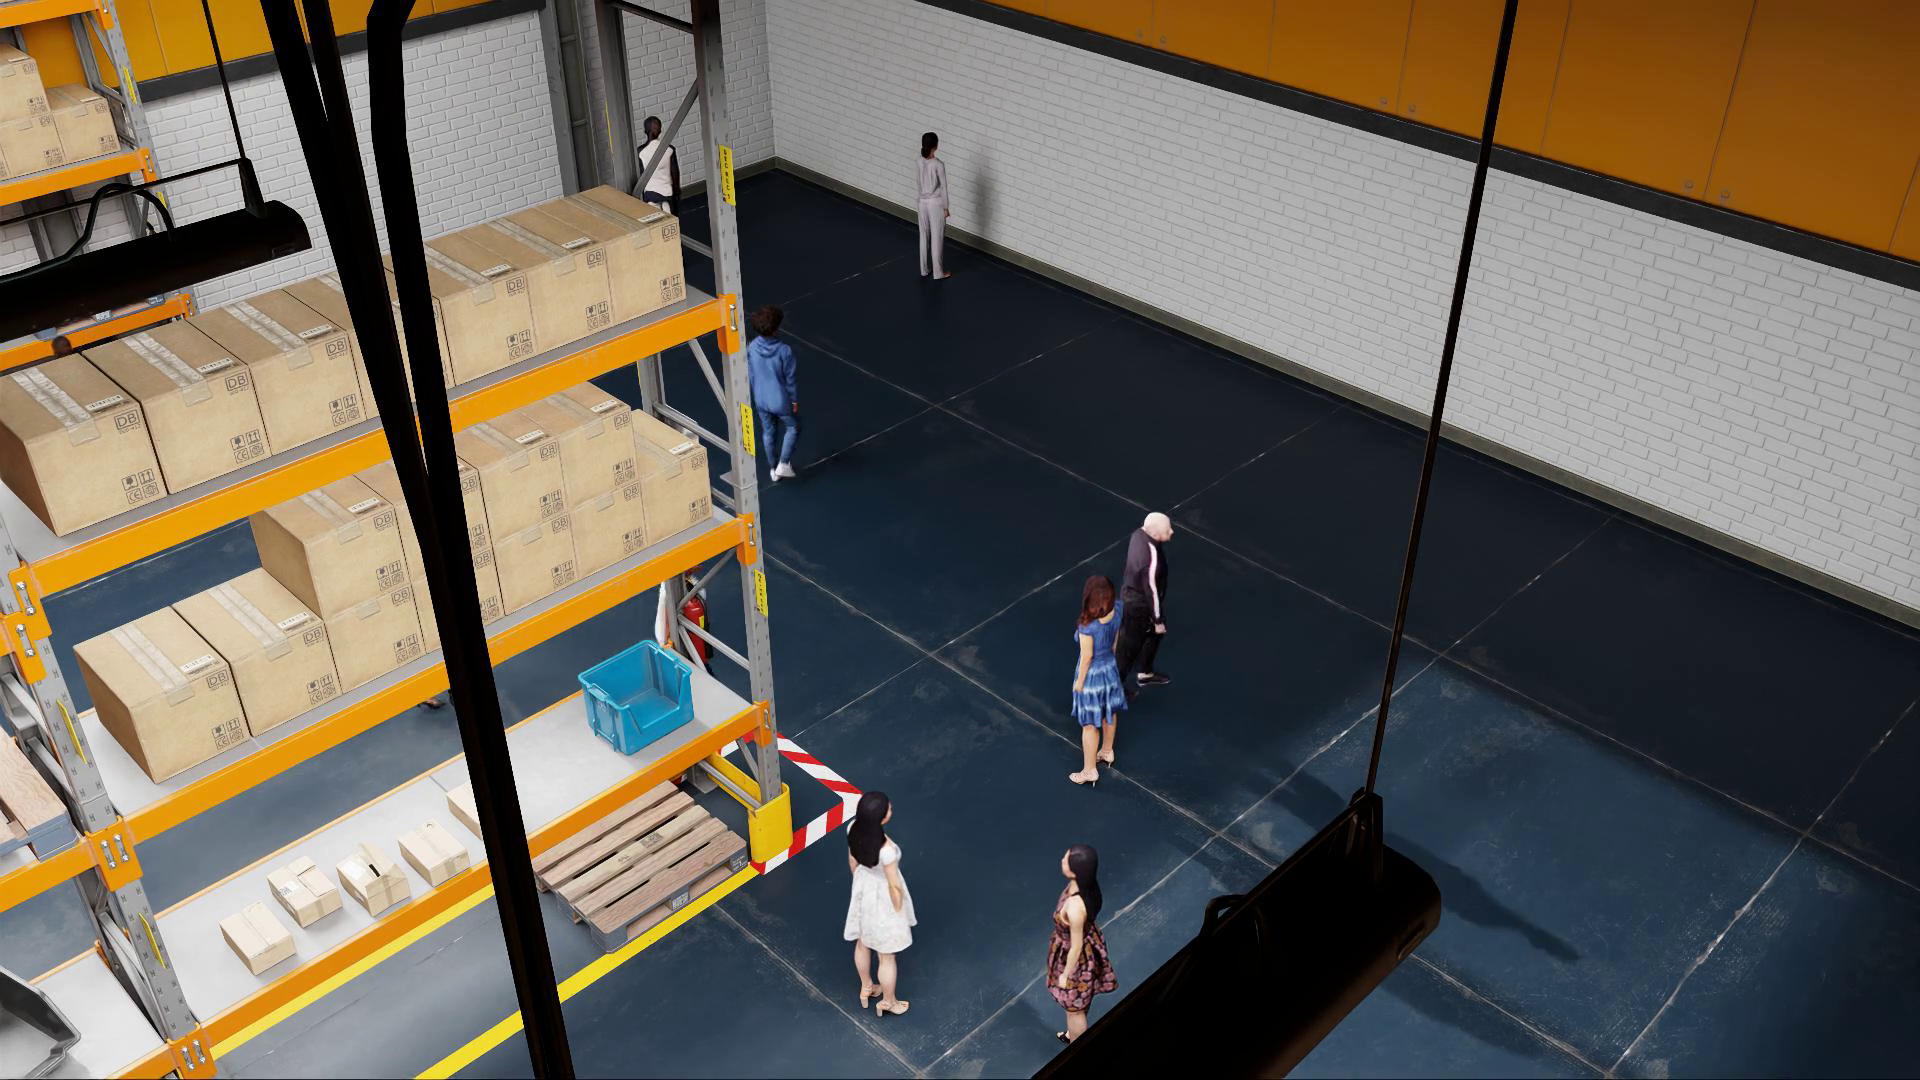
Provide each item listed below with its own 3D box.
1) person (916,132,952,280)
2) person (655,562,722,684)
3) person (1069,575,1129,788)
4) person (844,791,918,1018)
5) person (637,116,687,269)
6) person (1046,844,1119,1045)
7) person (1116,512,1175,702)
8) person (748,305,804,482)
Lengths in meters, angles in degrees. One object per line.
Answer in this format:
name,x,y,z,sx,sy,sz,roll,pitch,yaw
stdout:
person,-0.332,-3.920,19.502,0.610,1.774,0.570,23,40,31
person,-2.170,0.721,12.629,1.207,1.652,1.121,-4,34,-6
person,0.983,1.012,12.054,0.753,1.805,0.552,23,40,31
person,-0.510,2.239,10.236,0.626,1.774,0.642,-28,42,-35
person,-3.539,-4.053,19.595,0.696,1.892,0.826,-10,35,-15
person,0.681,2.473,9.884,0.856,1.774,0.776,7,34,11
person,1.287,0.540,12.763,0.984,1.807,0.923,-4,34,-6
person,-1.765,-1.315,15.558,0.788,1.802,0.781,14,36,20
